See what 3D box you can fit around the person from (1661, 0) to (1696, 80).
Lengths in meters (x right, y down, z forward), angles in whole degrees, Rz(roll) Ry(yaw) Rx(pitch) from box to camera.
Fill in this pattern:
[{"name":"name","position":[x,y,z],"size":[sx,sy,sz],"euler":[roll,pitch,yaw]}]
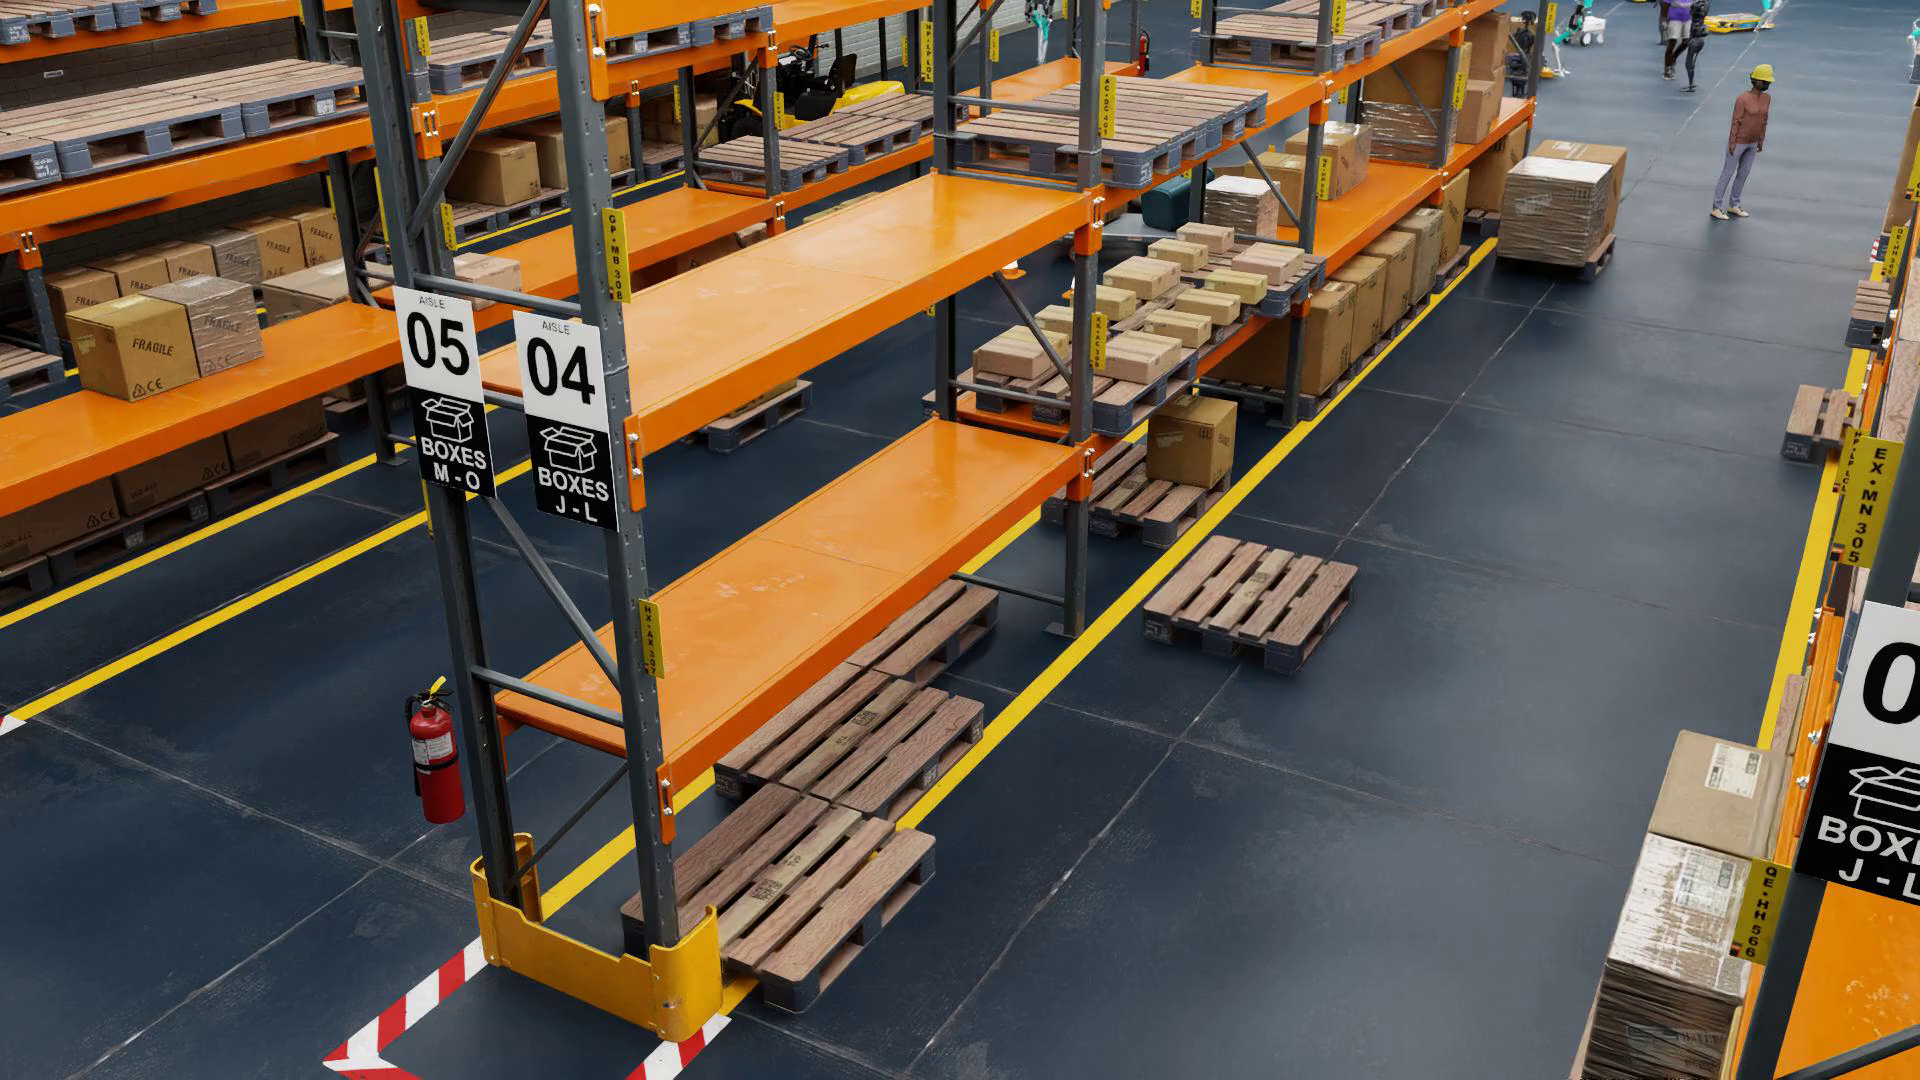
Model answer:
[{"name":"person","position":[11.727,-8.504,27.074],"size":[0.626,1.946,0.461],"euler":[-2,26,-5]}]

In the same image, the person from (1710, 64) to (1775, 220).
[{"name":"person","position":[9.050,-4.572,19.129],"size":[0.521,1.760,0.341],"euler":[-11,28,-21]}]

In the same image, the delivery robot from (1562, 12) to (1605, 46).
[{"name":"delivery robot","position":[11.463,-9.374,30.462],"size":[0.746,0.570,0.499],"euler":[-16,30,-29]}]

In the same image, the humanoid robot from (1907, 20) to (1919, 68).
[{"name":"humanoid robot","position":[16.108,-8.600,27.536],"size":[0.869,1.754,0.531],"euler":[22,33,38]}]

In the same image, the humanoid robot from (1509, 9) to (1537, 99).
[{"name":"humanoid robot","position":[7.887,-6.694,23.634],"size":[0.552,1.636,0.585],"euler":[5,26,10]}]

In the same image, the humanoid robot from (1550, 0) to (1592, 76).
[{"name":"humanoid robot","position":[10.010,-8.535,27.369],"size":[0.738,1.760,0.599],"euler":[15,30,29]}]

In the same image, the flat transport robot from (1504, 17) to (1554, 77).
[{"name":"flat transport robot","position":[9.076,-7.856,27.665],"size":[1.431,0.231,0.659],"euler":[2,26,5]}]

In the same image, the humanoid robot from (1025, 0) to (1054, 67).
[{"name":"humanoid robot","position":[1.417,-8.930,28.227],"size":[0.554,1.801,0.842],"euler":[12,28,24]}]

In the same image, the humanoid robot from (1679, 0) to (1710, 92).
[{"name":"humanoid robot","position":[11.580,-7.911,26.157],"size":[0.317,1.651,0.611],"euler":[6,26,11]}]

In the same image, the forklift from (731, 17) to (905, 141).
[{"name":"forklift","position":[-1.819,-5.975,21.543],"size":[2.313,2.155,1.214],"euler":[14,29,26]}]

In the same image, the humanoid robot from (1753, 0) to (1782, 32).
[{"name":"humanoid robot","position":[15.356,-10.474,31.508],"size":[0.837,1.834,0.532],"euler":[5,26,10]}]

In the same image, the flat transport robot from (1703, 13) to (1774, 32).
[{"name":"flat transport robot","position":[14.931,-9.958,32.033],"size":[1.431,0.231,0.659],"euler":[-13,28,-24]}]

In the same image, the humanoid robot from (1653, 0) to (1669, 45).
[{"name":"humanoid robot","position":[12.886,-9.849,30.186],"size":[0.608,1.659,0.315],"euler":[-12,28,-23]}]
